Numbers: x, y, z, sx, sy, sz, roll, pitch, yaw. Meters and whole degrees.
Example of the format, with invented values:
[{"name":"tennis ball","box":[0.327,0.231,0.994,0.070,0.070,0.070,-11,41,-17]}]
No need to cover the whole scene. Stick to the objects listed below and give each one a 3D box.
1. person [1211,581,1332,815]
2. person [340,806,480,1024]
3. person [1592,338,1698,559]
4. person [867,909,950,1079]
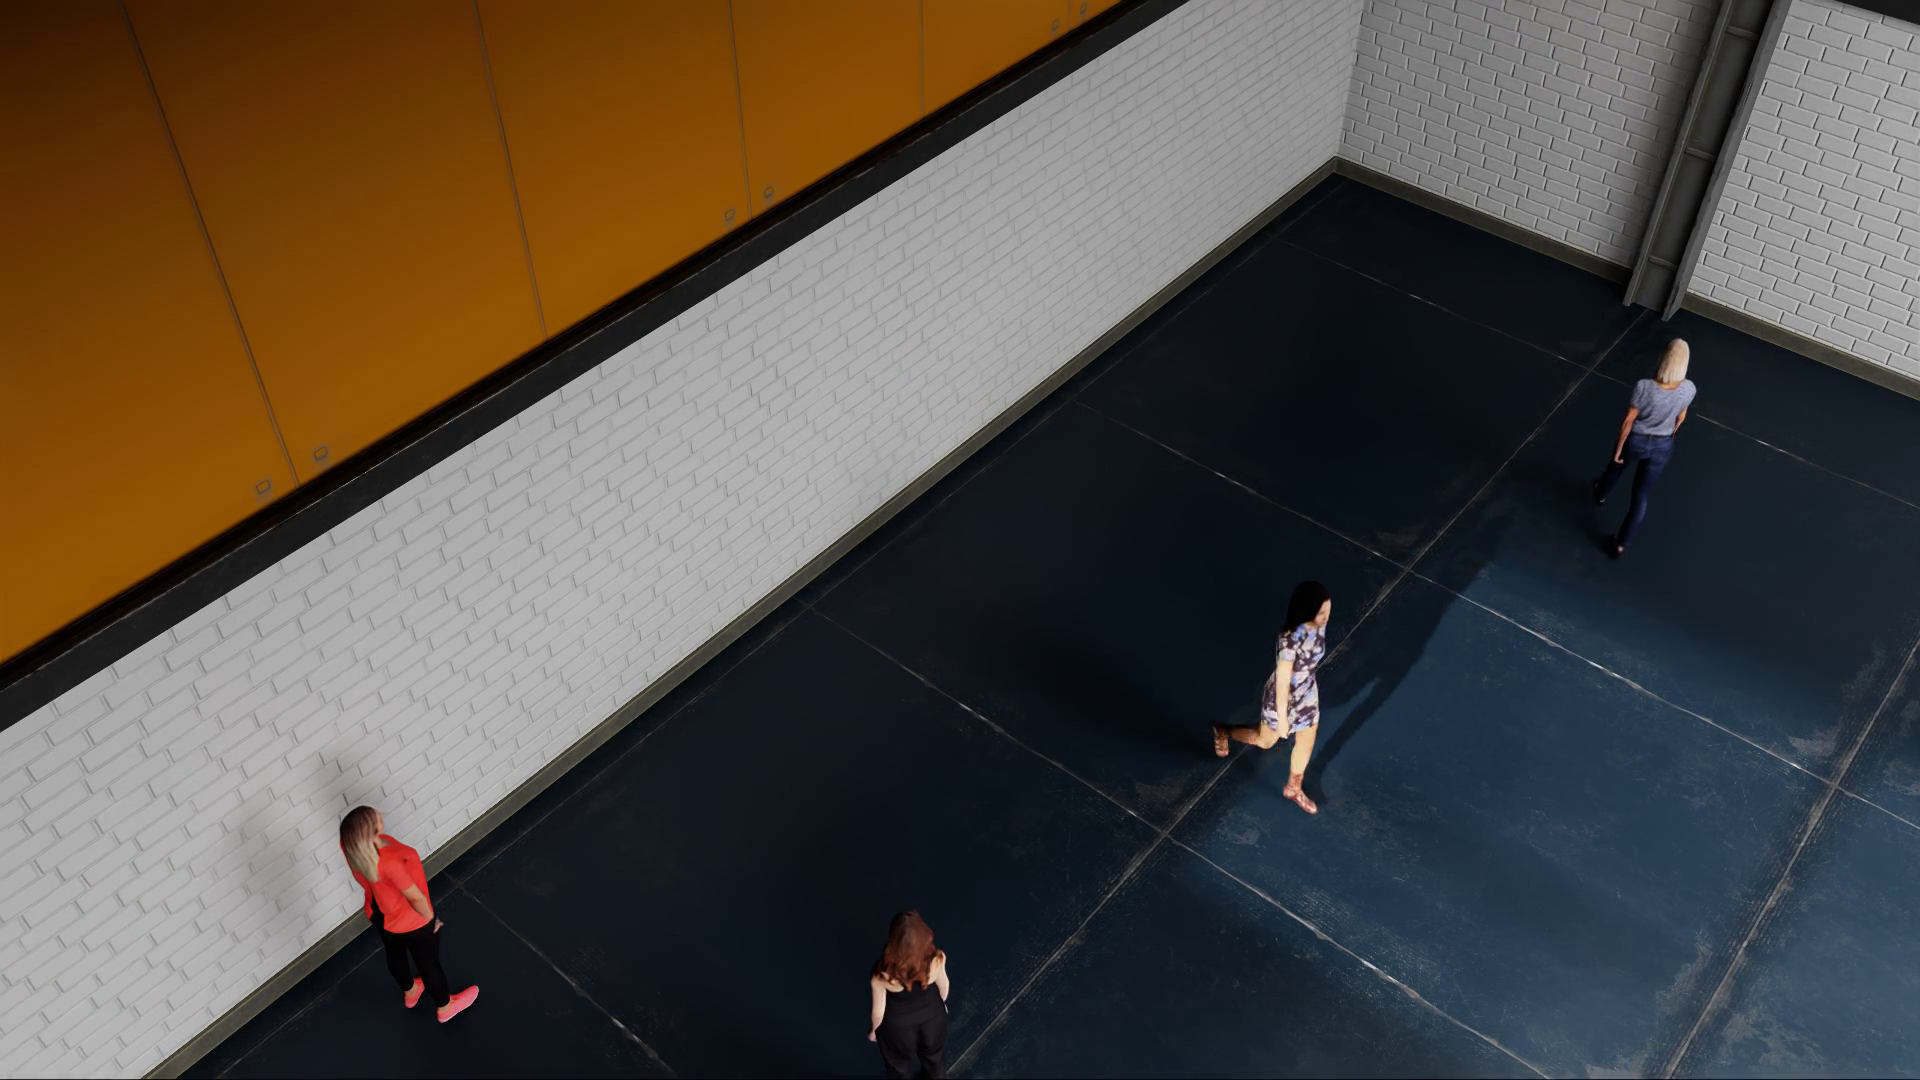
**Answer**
[{"name":"person","box":[1.885,0.885,9.848,0.683,1.709,1.063,-33,53,-30]},{"name":"person","box":[-2.954,1.959,8.733,0.519,1.693,0.682,22,48,22]},{"name":"person","box":[4.705,-0.586,11.407,1.017,1.689,0.921,10,45,10]},{"name":"person","box":[-0.240,2.387,8.243,0.659,1.748,0.665,-16,46,-16]}]
